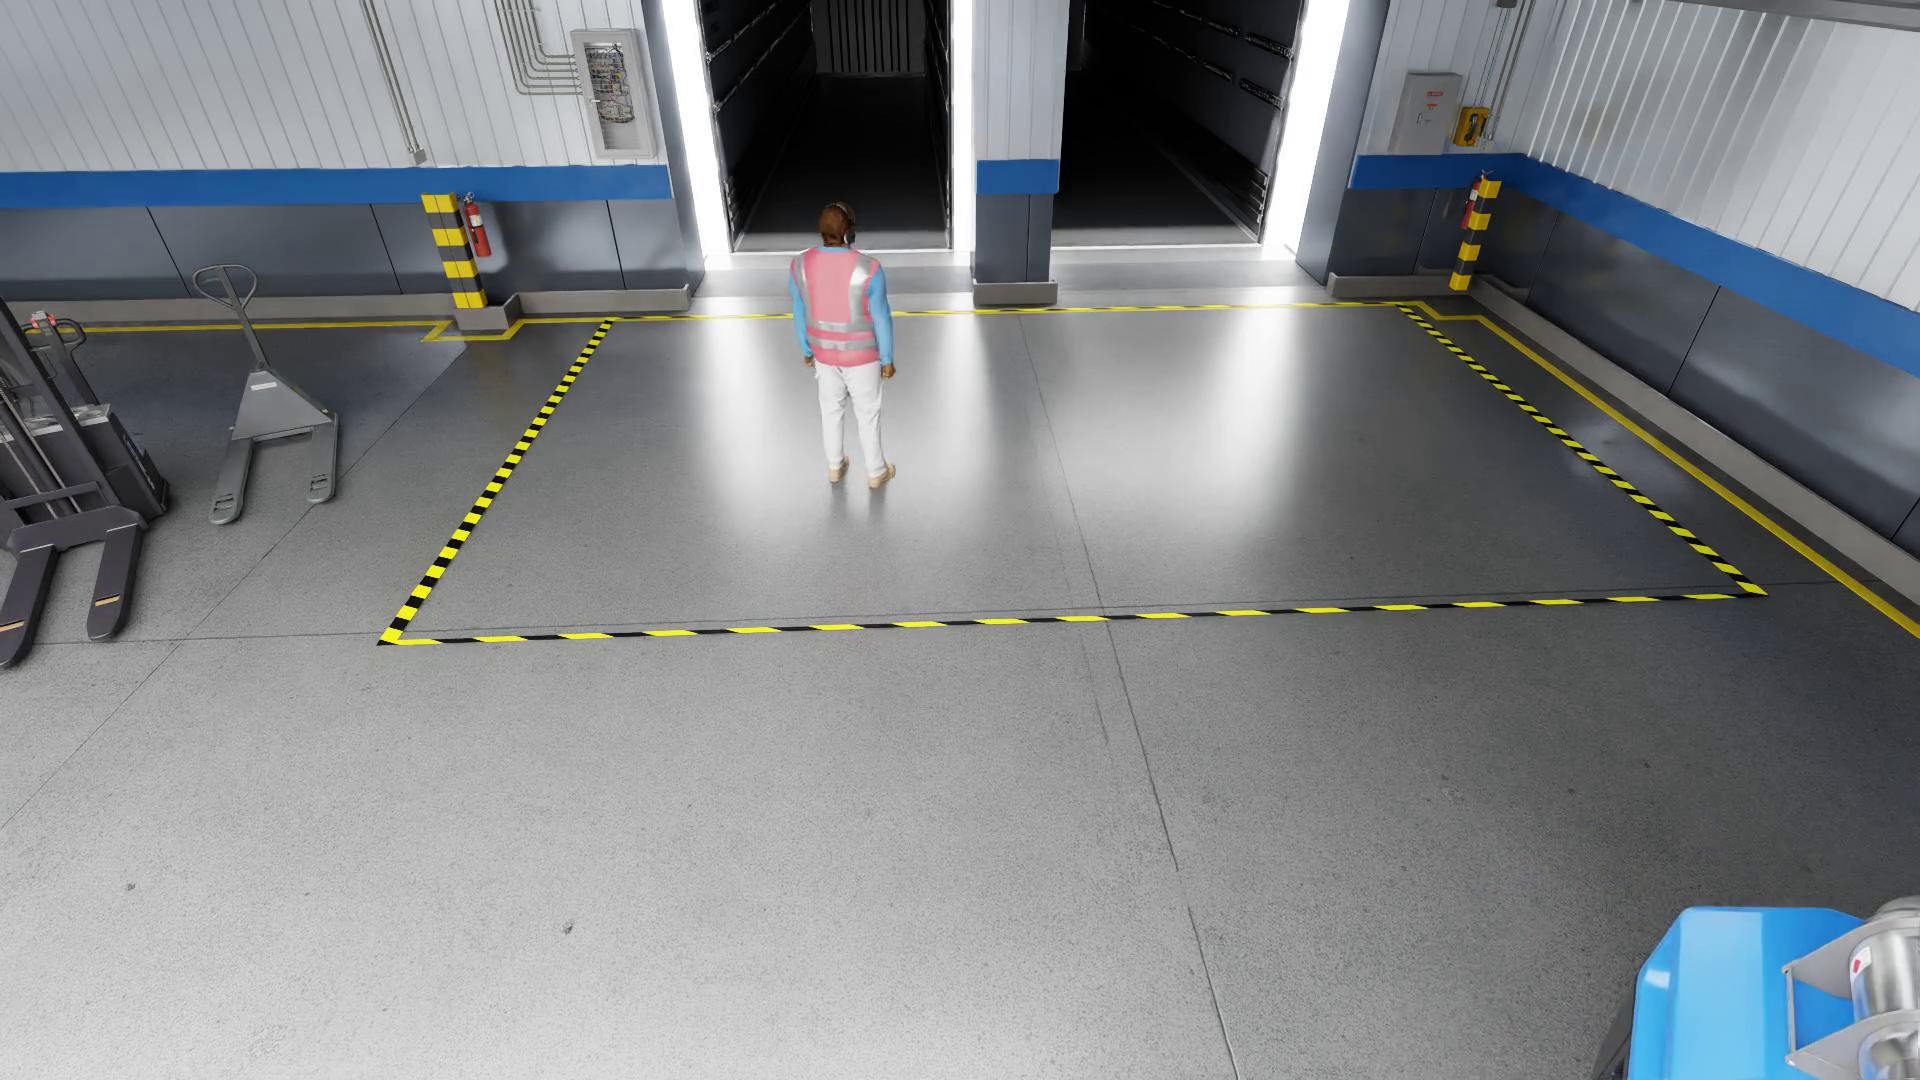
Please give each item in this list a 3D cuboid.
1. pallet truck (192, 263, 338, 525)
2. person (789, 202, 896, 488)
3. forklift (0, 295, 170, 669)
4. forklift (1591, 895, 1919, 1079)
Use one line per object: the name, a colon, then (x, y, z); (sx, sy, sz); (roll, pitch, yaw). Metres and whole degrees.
pallet truck: (-4.778, -1.027, 6.128); (0.680, 1.201, 1.601); (-17, 38, -23)
person: (-0.725, -1.190, 5.853); (0.659, 1.843, 0.431); (10, 36, 14)
forklift: (-5.212, -0.618, 4.878); (0.823, 1.965, 1.885); (-20, 39, -26)
forklift: (2.922, 1.467, 1.572); (2.680, 2.036, 1.157); (22, 40, 28)
